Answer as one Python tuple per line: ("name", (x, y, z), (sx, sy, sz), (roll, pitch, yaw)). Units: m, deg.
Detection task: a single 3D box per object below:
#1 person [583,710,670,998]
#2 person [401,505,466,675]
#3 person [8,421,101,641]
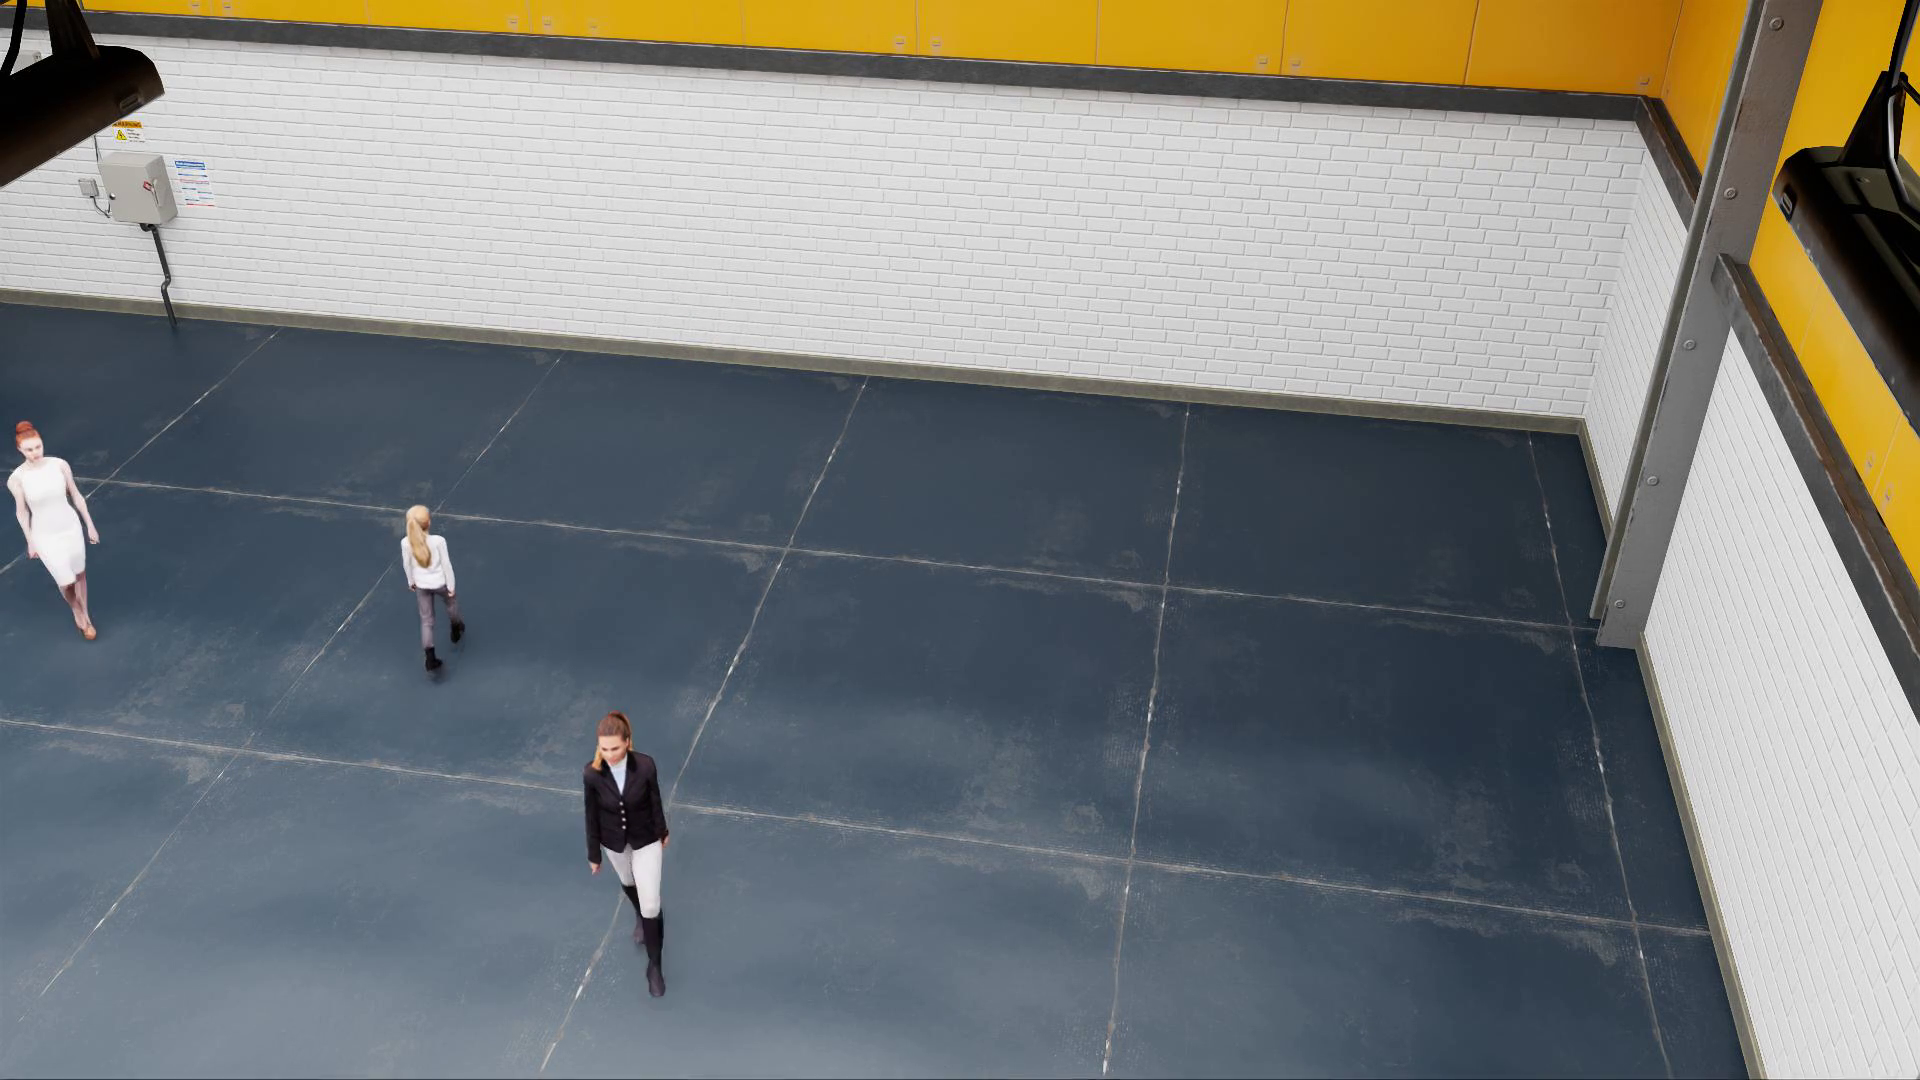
("person", (-1.839, 1.634, 9.322), (0.749, 1.704, 1.011), (-3, 34, -4))
("person", (-3.720, 0.351, 11.656), (0.629, 1.258, 0.933), (-1, 34, -2))
("person", (-6.426, -0.063, 11.804), (0.782, 1.783, 0.703), (28, 42, 35))
